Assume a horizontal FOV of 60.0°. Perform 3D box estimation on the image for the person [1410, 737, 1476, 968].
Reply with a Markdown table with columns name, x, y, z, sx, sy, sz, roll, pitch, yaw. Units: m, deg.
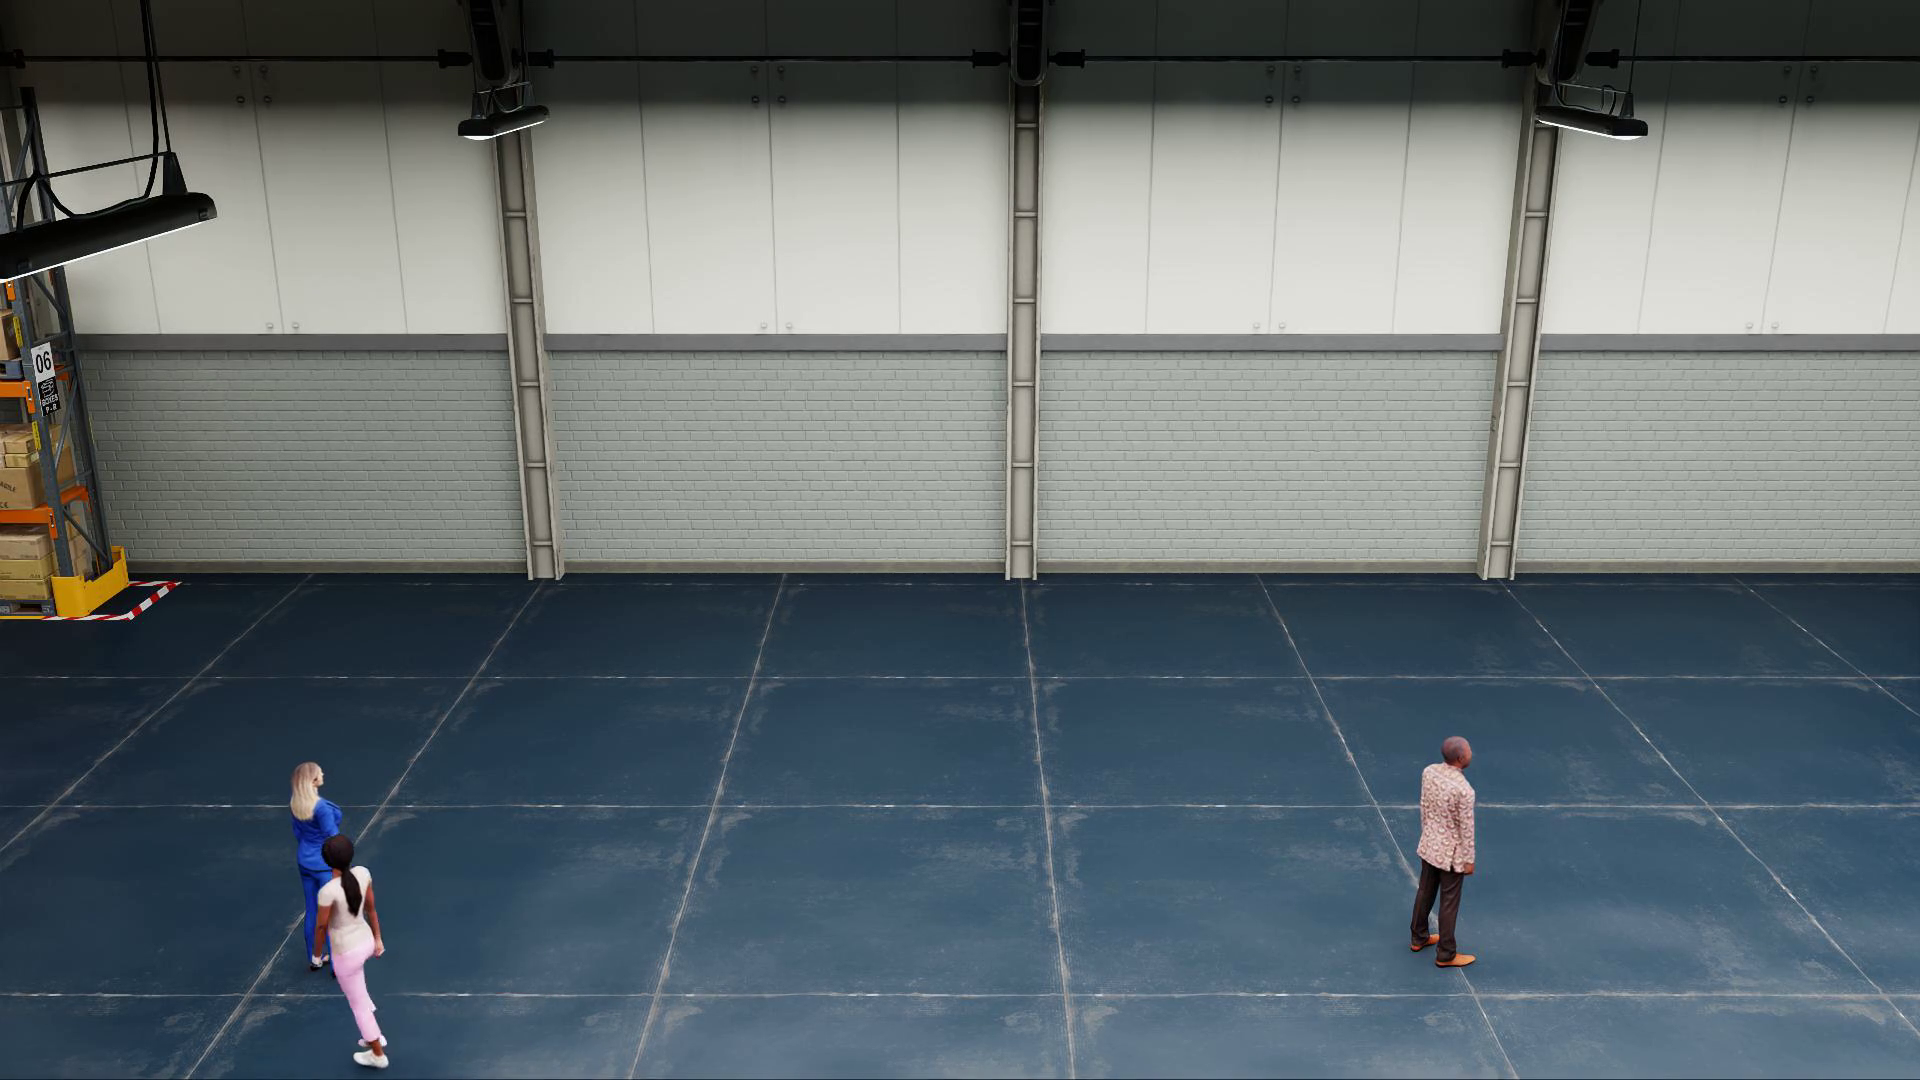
| name | x | y | z | sx | sy | sz | roll | pitch | yaw |
| --- | --- | --- | --- | --- | --- | --- | --- | --- | --- |
| person | 3.622 | 2.305 | 12.422 | 0.752 | 1.808 | 0.766 | -9 | 20 | -25 |

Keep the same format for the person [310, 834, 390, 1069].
| name | x | y | z | sx | sy | sz | roll | pitch | yaw |
| --- | --- | --- | --- | --- | --- | --- | --- | --- | --- |
| person | -3.988 | 2.779 | 11.096 | 0.722 | 1.729 | 0.665 | 7 | 19 | 21 |

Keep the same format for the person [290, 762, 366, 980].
| name | x | y | z | sx | sy | sz | roll | pitch | yaw |
| --- | --- | --- | --- | --- | --- | --- | --- | --- | --- |
| person | -4.716 | 2.416 | 12.253 | 0.664 | 1.700 | 0.761 | 12 | 22 | 33 |
